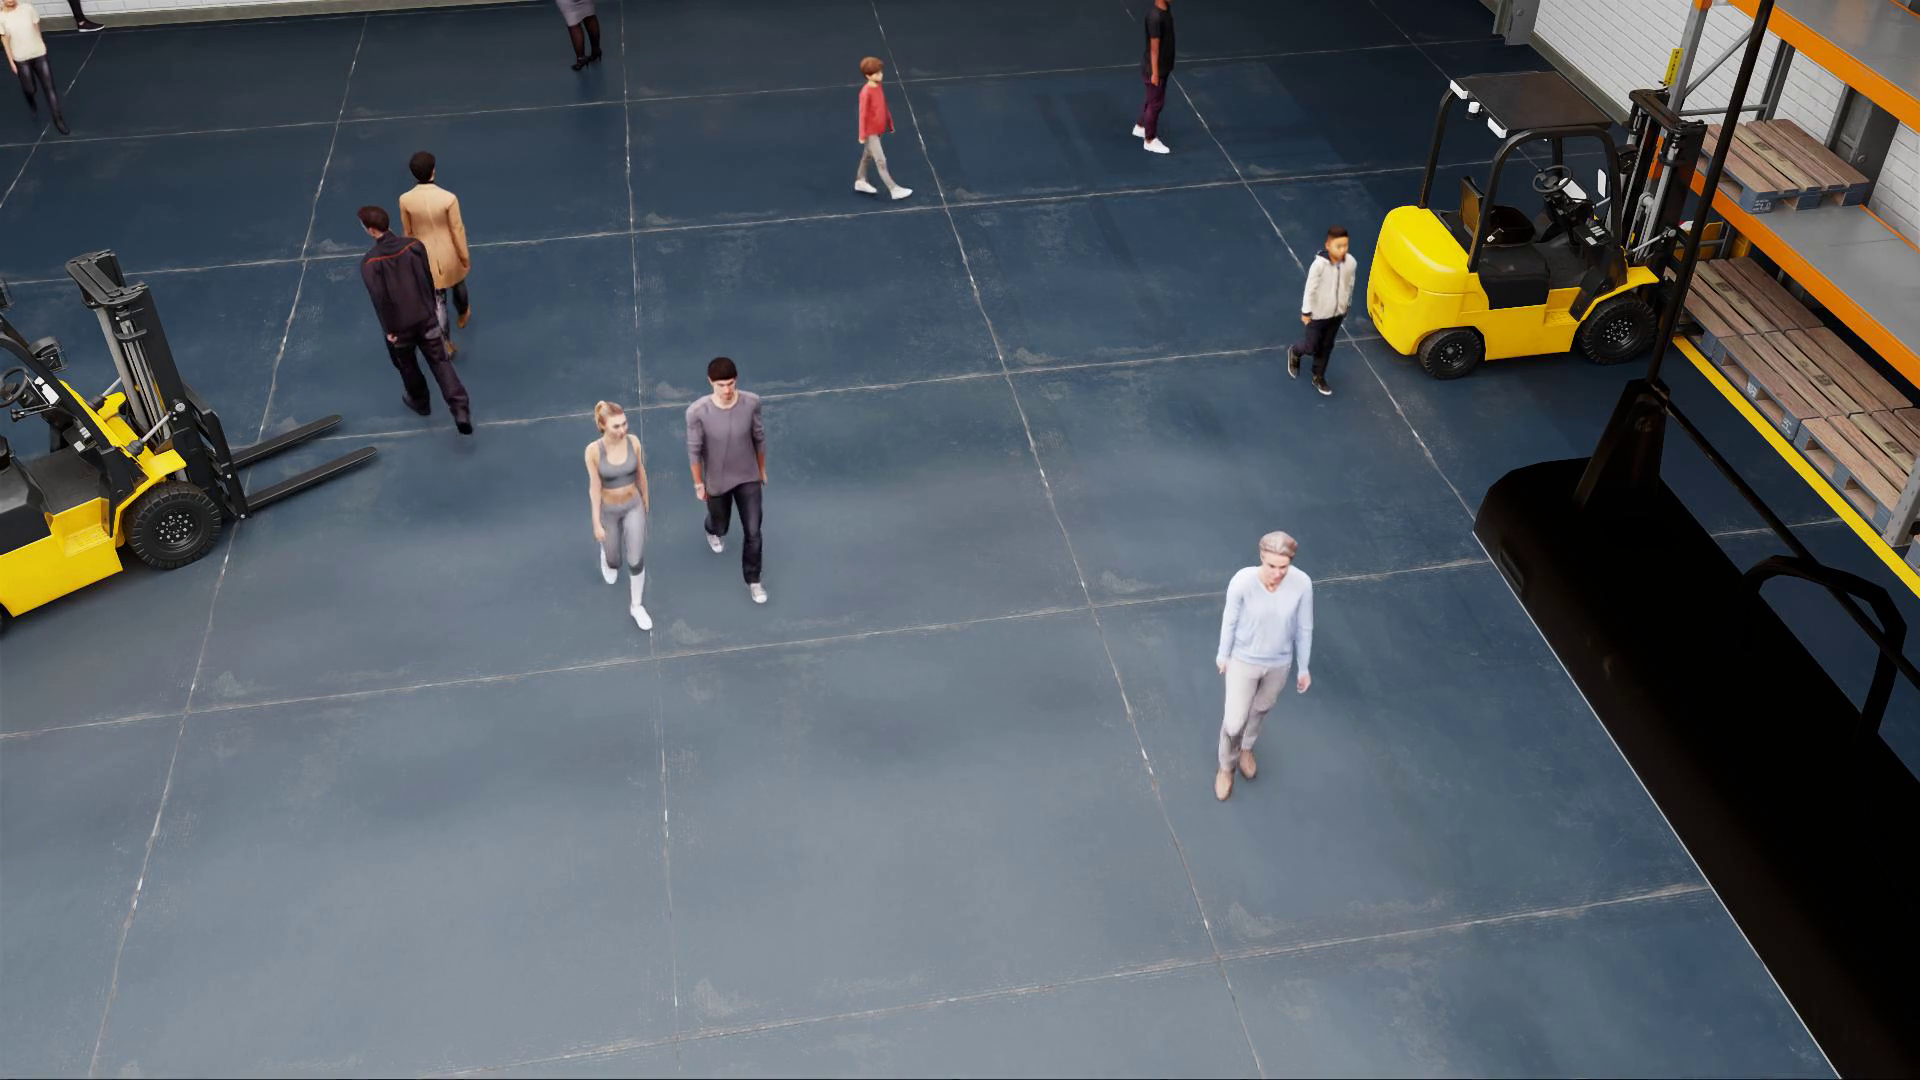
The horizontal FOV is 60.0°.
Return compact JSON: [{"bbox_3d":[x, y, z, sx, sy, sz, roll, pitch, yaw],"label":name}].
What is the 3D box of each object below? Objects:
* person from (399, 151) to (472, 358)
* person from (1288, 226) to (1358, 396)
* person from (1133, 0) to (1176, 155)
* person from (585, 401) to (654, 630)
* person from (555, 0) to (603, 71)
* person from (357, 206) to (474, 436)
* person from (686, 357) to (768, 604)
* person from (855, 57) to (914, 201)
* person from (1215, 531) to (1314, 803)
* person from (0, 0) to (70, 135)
[{"bbox_3d":[-4.258,-2.289,13.536,0.669,1.696,1.116,-5,39,-6],"label":"person"},{"bbox_3d":[2.867,-1.861,13.201,0.684,1.445,0.784,-16,41,-19],"label":"person"},{"bbox_3d":[1.952,-4.793,16.586,0.825,1.802,0.747,10,40,13],"label":"person"},{"bbox_3d":[-2.267,-0.212,10.941,0.769,1.688,0.983,-20,43,-23],"label":"person"},{"bbox_3d":[-4.200,-6.020,18.159,0.834,1.757,0.768,22,44,25],"label":"person"},{"bbox_3d":[-4.110,-1.619,12.554,1.069,1.874,1.297,-22,44,-26],"label":"person"},{"bbox_3d":[-1.561,-0.474,11.156,0.790,1.829,1.068,-12,40,-14],"label":"person"},{"bbox_3d":[-0.890,-3.920,15.821,0.869,1.392,0.897,14,41,17],"label":"person"},{"bbox_3d":[1.738,0.637,9.728,0.707,1.875,0.761,-3,39,-3],"label":"person"},{"bbox_3d":[-9.500,-4.926,16.937,0.856,1.573,0.968,-31,48,-33],"label":"person"}]
